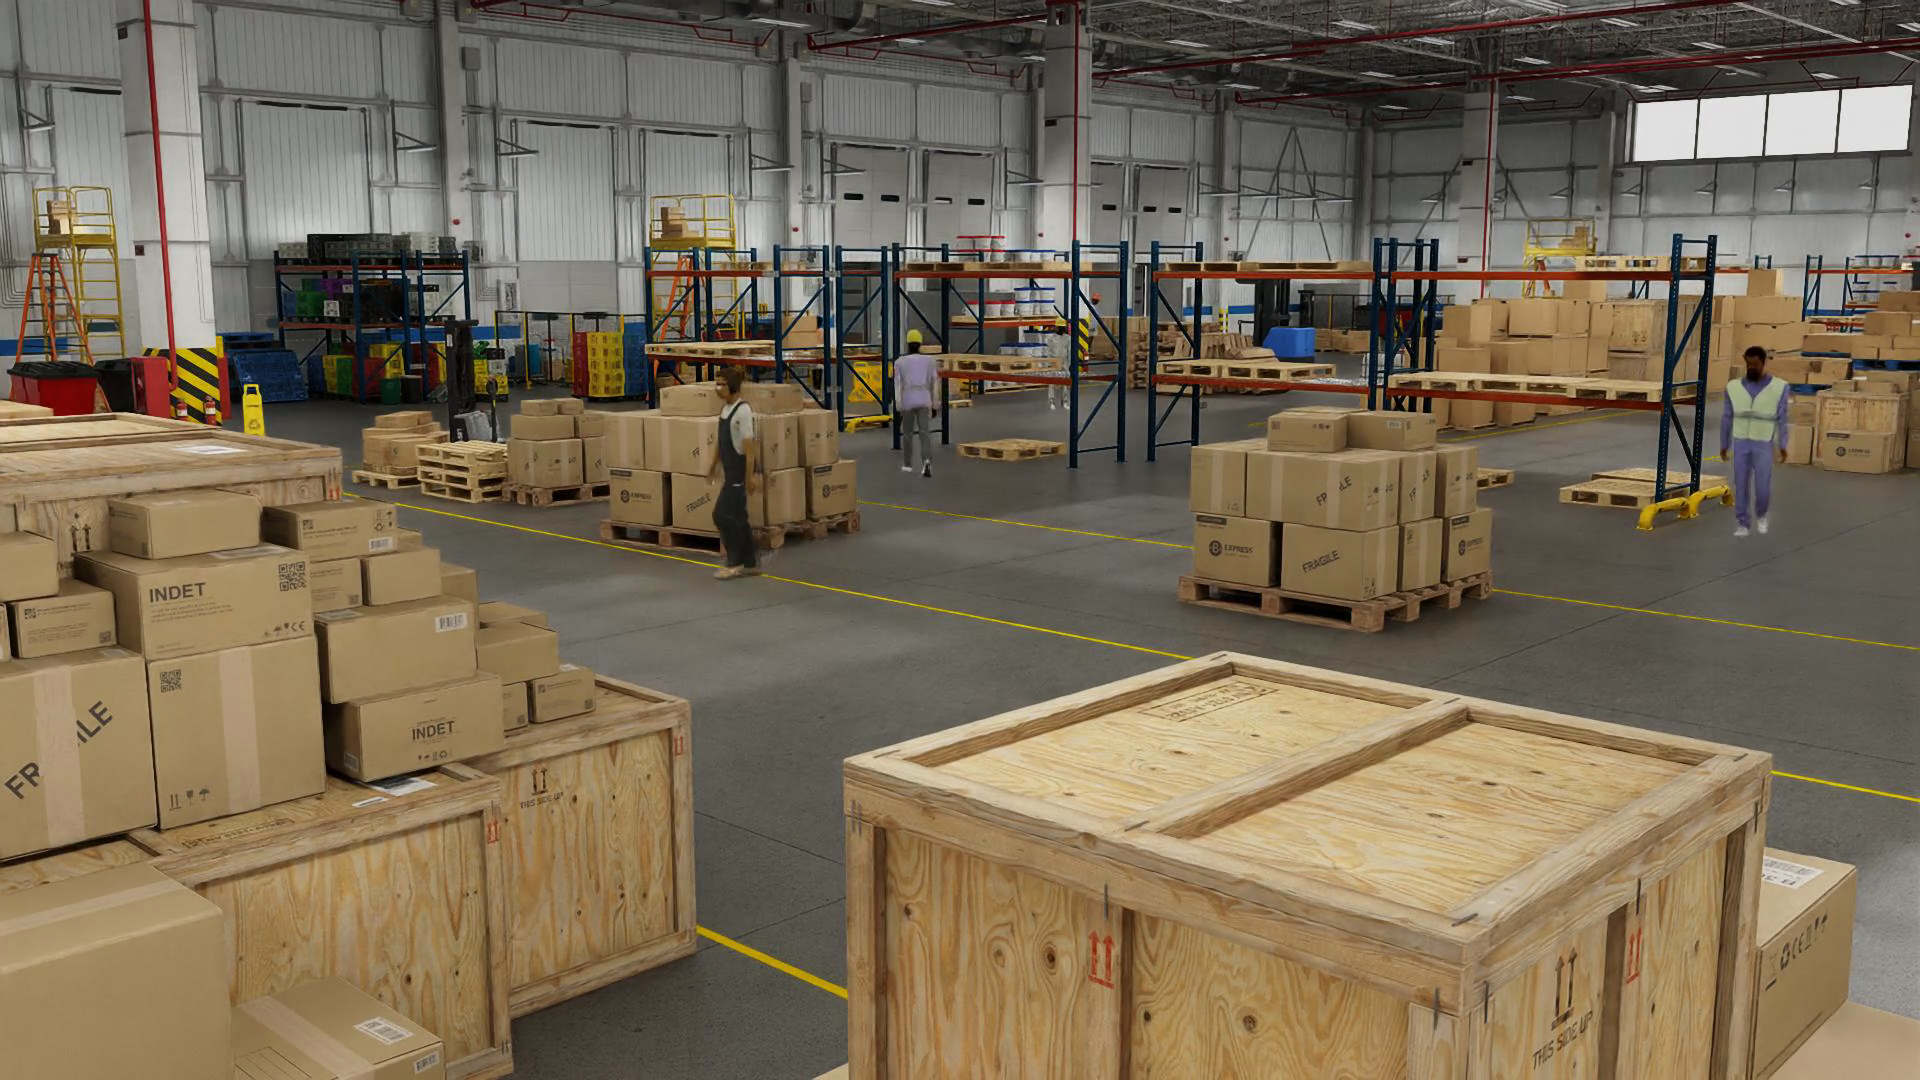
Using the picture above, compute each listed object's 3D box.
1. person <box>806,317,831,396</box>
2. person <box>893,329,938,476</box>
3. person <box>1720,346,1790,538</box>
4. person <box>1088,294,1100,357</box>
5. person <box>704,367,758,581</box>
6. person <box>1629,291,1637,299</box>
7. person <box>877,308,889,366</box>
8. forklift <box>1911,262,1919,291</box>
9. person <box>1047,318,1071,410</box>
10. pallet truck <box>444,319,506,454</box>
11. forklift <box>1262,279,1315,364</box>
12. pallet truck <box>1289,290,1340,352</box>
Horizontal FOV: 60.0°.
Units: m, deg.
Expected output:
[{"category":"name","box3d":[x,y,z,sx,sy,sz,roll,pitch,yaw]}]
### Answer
[{"category":"person","box3d":[-2.972,-3.865,34.978,0.546,1.643,0.892,1,9,9]},{"category":"person","box3d":[-0.552,-1.767,21.437,0.600,1.891,0.934,-3,10,-15]},{"category":"person","box3d":[7.825,-0.959,16.405,0.635,1.900,0.462,7,12,38]},{"category":"person","box3d":[4.010,-6.504,50.423,0.453,1.910,0.560,-1,9,-7]},{"category":"person","box3d":[-1.986,-0.561,14.202,0.567,1.822,0.515,-4,10,-21]},{"category":"person","box3d":[22.720,-7.444,56.113,0.642,1.919,0.648,1,9,5]},{"category":"person","box3d":[-2.041,-5.356,44.210,0.314,1.634,0.515,1,9,4]},{"category":"forklift","box3d":[22.867,-5.201,39.432,1.129,2.768,1.873,-5,11,-29]},{"category":"person","box3d":[1.884,-3.330,31.461,0.485,1.739,0.319,-2,9,-11]},{"category":"pallet truck","box3d":[-6.981,-1.942,22.150,1.885,1.965,0.823,1,9,9]},{"category":"forklift","box3d":[8.557,-6.090,44.881,1.873,2.768,1.129,9,13,43]},{"category":"pallet truck","box3d":[11.297,-6.951,52.861,1.885,1.965,0.823,-5,11,-29]}]
